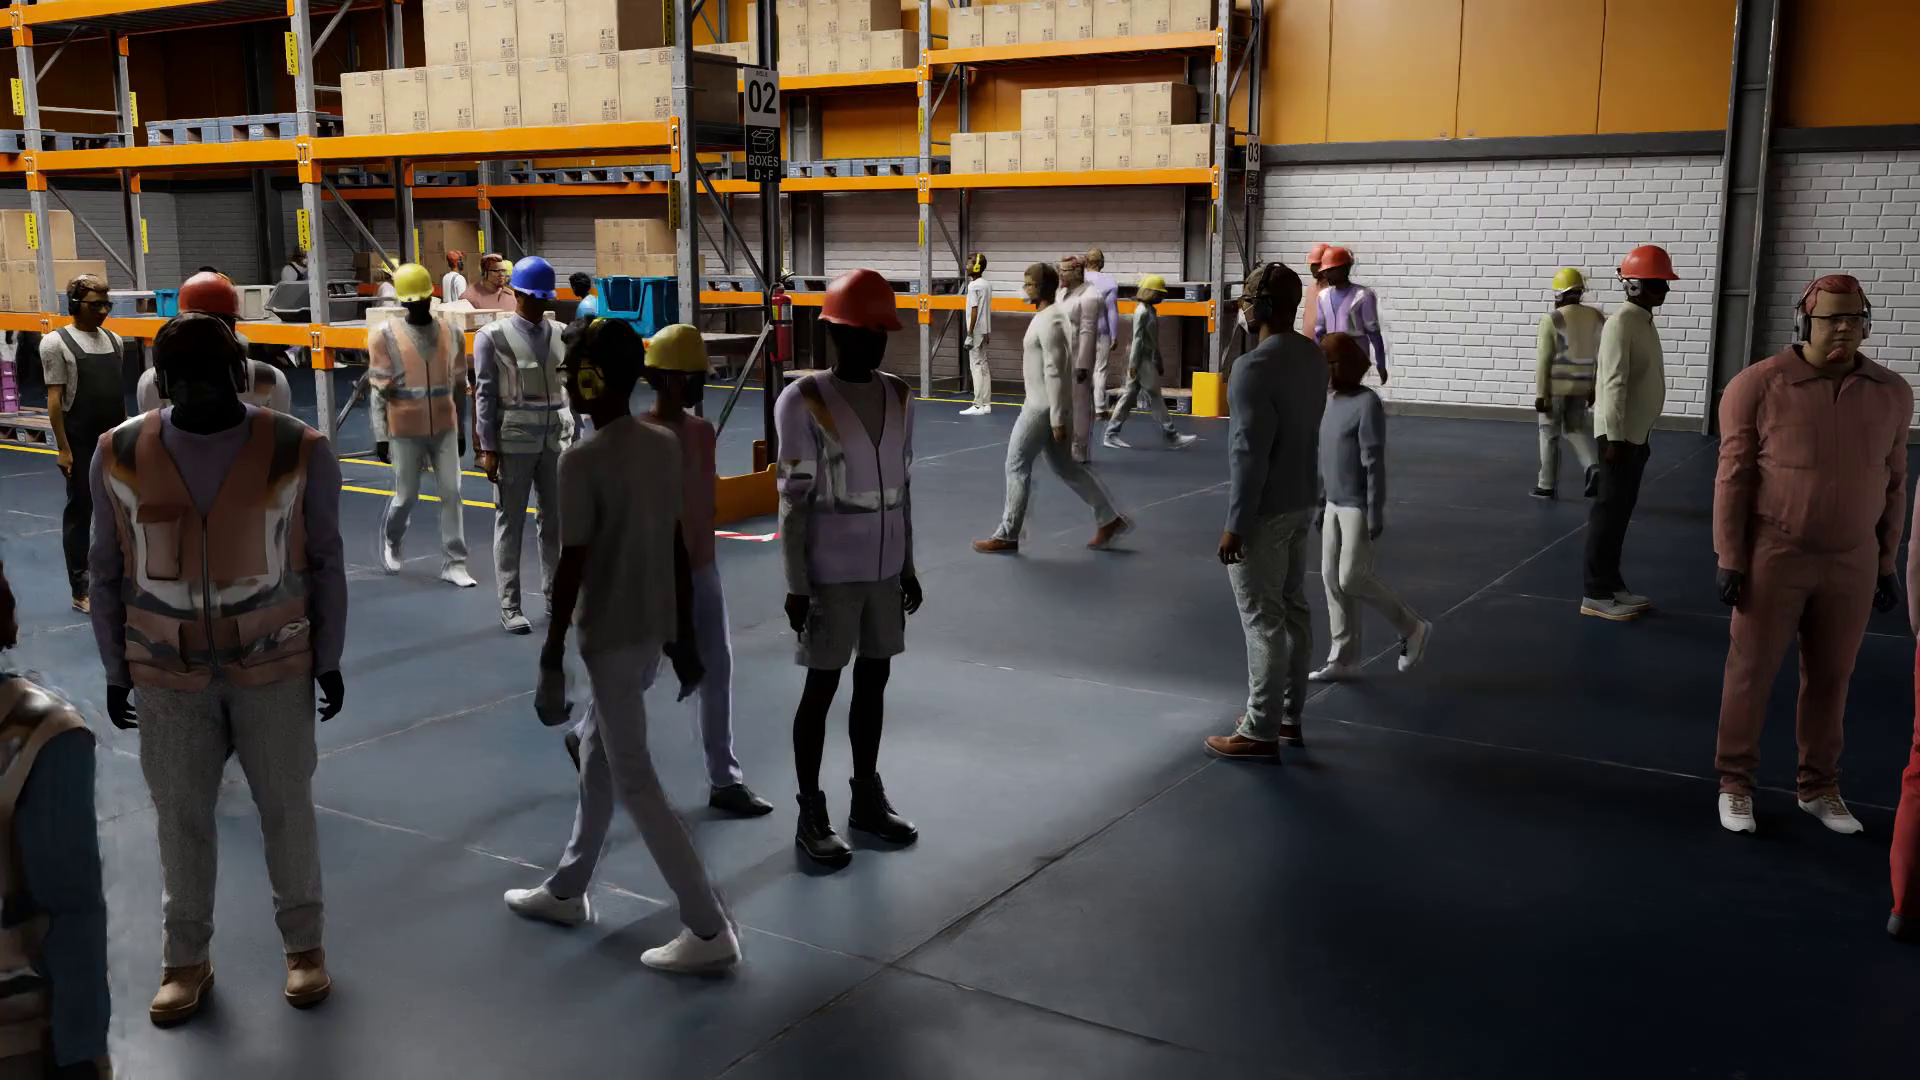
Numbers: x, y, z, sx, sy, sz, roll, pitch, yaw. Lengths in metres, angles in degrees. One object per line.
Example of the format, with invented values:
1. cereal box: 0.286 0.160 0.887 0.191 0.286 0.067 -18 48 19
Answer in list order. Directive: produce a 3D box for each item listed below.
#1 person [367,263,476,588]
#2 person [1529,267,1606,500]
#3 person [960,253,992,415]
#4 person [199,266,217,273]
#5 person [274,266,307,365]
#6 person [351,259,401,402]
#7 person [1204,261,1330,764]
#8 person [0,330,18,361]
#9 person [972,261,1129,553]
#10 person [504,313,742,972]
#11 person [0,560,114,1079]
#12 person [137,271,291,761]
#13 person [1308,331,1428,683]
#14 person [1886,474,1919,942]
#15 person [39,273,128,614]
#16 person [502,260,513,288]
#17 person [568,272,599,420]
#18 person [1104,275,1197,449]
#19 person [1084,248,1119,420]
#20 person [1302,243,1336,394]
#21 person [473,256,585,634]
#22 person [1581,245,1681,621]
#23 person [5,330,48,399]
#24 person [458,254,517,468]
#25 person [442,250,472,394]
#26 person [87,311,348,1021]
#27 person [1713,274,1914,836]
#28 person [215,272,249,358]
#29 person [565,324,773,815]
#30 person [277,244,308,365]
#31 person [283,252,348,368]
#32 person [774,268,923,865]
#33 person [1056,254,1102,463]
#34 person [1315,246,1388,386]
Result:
1. person: -3.191 -0.678 9.795 0.605 1.895 0.711 -7 13 -35
2. person: 4.686 -1.186 12.810 0.607 1.819 0.589 -3 11 -17
3. person: 0.190 -2.388 19.325 0.315 1.873 0.532 5 11 24
4. person: -9.664 -2.715 21.635 0.427 1.684 0.550 -4 11 -21
5. person: -10.861 -3.651 27.069 0.526 1.595 0.688 -4 11 -19
6. person: -7.002 -2.497 20.148 0.697 1.809 0.594 -4 11 -19
7. person: 1.197 -0.101 6.474 0.372 1.940 0.631 7 12 34
8. person: -13.241 -2.994 22.896 0.932 1.799 0.627 7 13 36
9. person: 0.614 -0.845 10.722 0.980 1.901 0.632 1 10 5
10. person: -0.978 0.284 4.668 0.891 1.829 0.550 4 11 22
11. person: -1.541 0.763 2.595 0.537 1.608 0.708 3 11 16
12. person: -2.795 -0.058 6.340 0.548 1.911 0.740 -5 12 -27
13. person: 1.836 -0.141 7.582 0.499 1.613 0.543 -3 11 -16
14. person: 2.871 0.324 4.621 0.332 1.759 0.523 -3 11 -15
15. person: -4.722 -0.525 9.091 0.345 1.843 0.504 3 11 19
16. person: -5.394 -2.353 19.355 0.458 1.788 0.663 2 10 11
17. person: -4.108 -2.162 18.614 0.455 1.669 0.592 0 10 2
18. person: 1.826 -1.709 16.064 0.930 1.680 0.491 3 11 15
19. person: 1.493 -2.313 18.754 0.630 1.932 0.361 5 11 26
20. person: 3.359 -1.759 15.510 0.402 1.990 0.622 -4 11 -23
21. person: -2.217 -0.495 8.660 0.602 1.939 0.399 -10 14 -43
22. person: 3.607 -0.576 8.946 0.396 1.992 0.619 7 12 34
23. person: -11.889 -2.709 21.207 1.094 1.840 0.616 1 10 4
24. person: -4.135 -1.586 14.833 0.402 1.899 0.635 9 14 41
25. person: -6.591 -2.855 21.884 0.347 1.884 0.584 -9 13 -40
26. person: -1.927 0.329 4.361 0.625 1.844 0.429 -3 11 -16
27. person: 2.895 0.062 5.659 0.642 1.909 0.410 0 10 2
28. person: -4.103 -0.568 9.320 0.501 1.848 0.401 3 11 15
29. person: -1.072 0.096 5.932 0.828 1.732 0.535 6 12 32
30. person: -10.656 -3.826 26.828 1.036 2.000 0.676 6 12 29
31. person: -10.215 -3.617 26.197 0.867 1.856 0.710 -7 13 -35
32. person: -0.332 0.087 5.443 0.551 1.932 0.378 -9 14 -42
33. person: 0.999 -1.615 14.980 0.435 1.890 0.675 -5 11 -25
34. person: 3.432 -1.587 14.650 1.048 1.975 0.679 -7 12 -34
